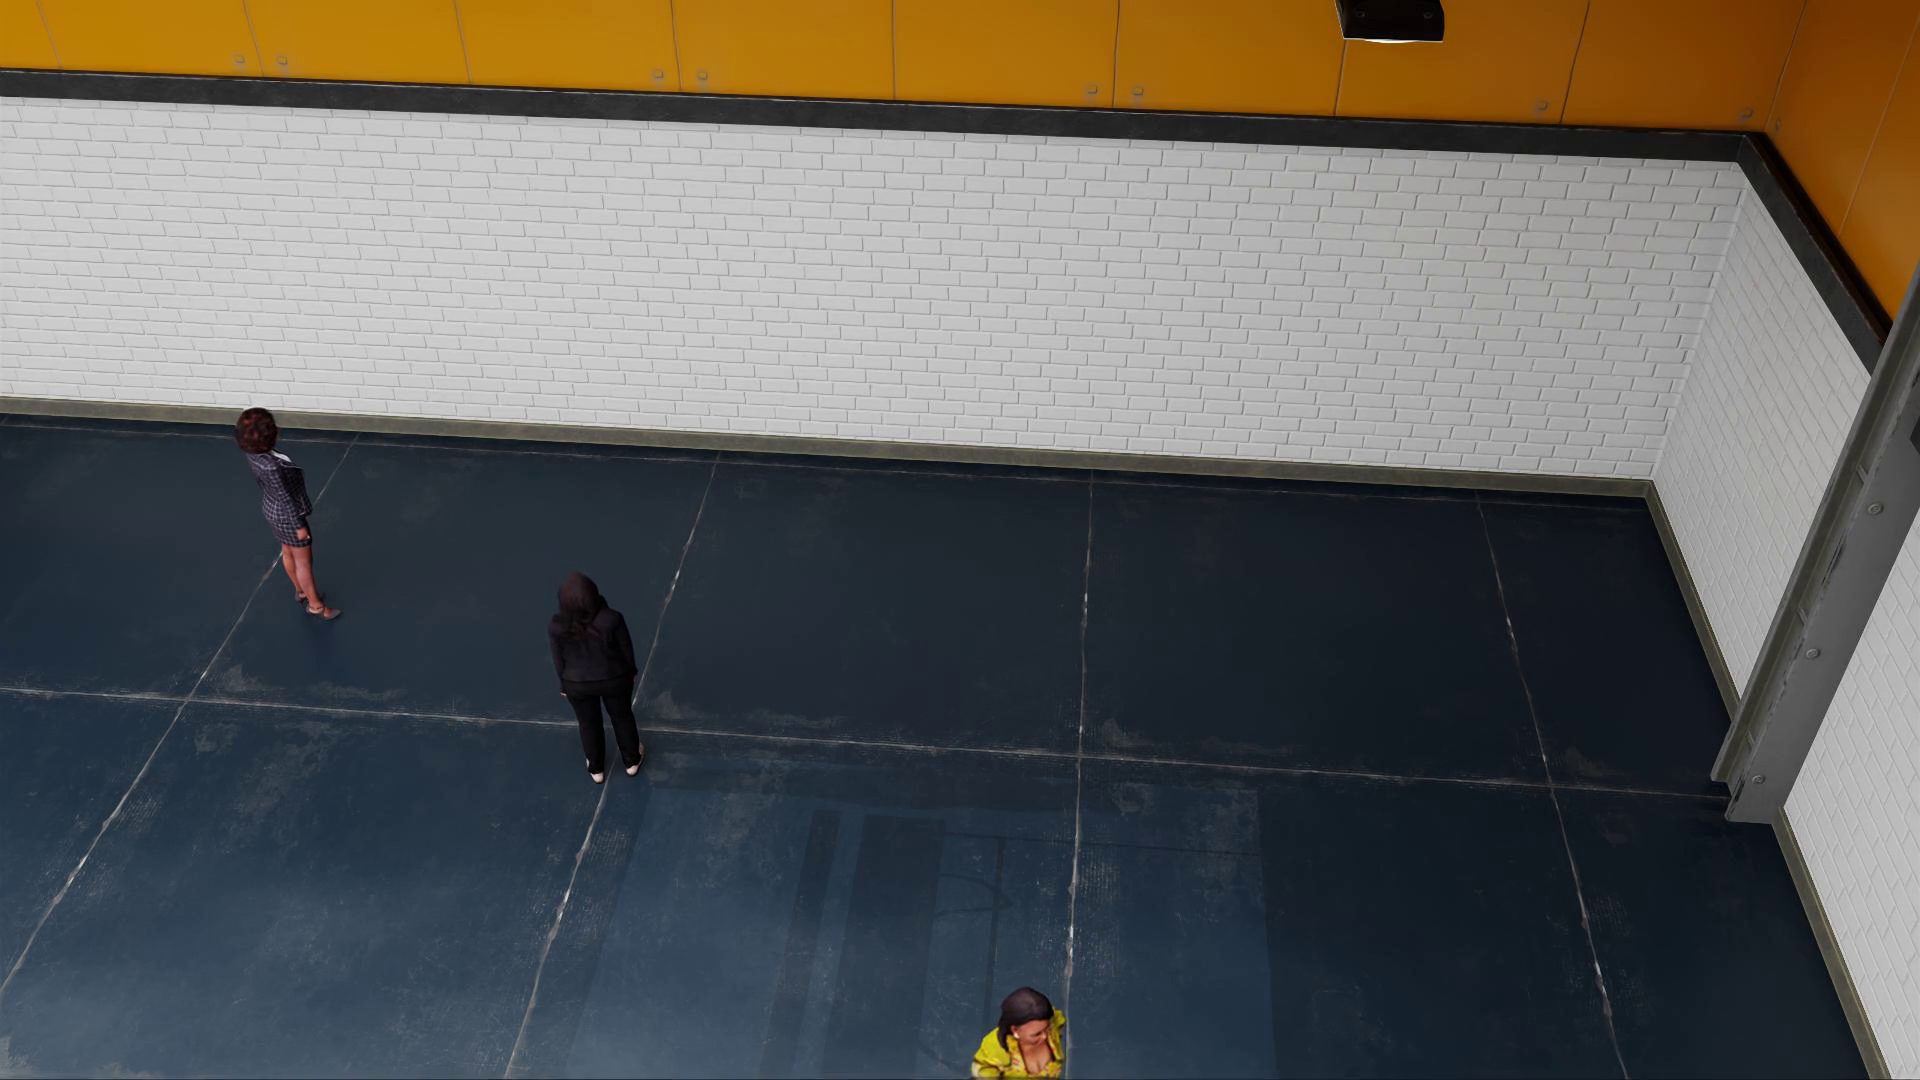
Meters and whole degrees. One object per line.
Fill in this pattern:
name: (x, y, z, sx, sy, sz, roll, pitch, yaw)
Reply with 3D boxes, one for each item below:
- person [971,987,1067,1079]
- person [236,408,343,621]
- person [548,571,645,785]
person: (0.269, 2.659, 7.883, 1.003, 1.654, 1.061, -27, 46, -30)
person: (-4.612, -0.161, 11.375, 0.753, 1.703, 0.696, -28, 47, -31)
person: (-2.221, 0.846, 10.184, 0.720, 1.615, 0.725, -9, 39, -11)
